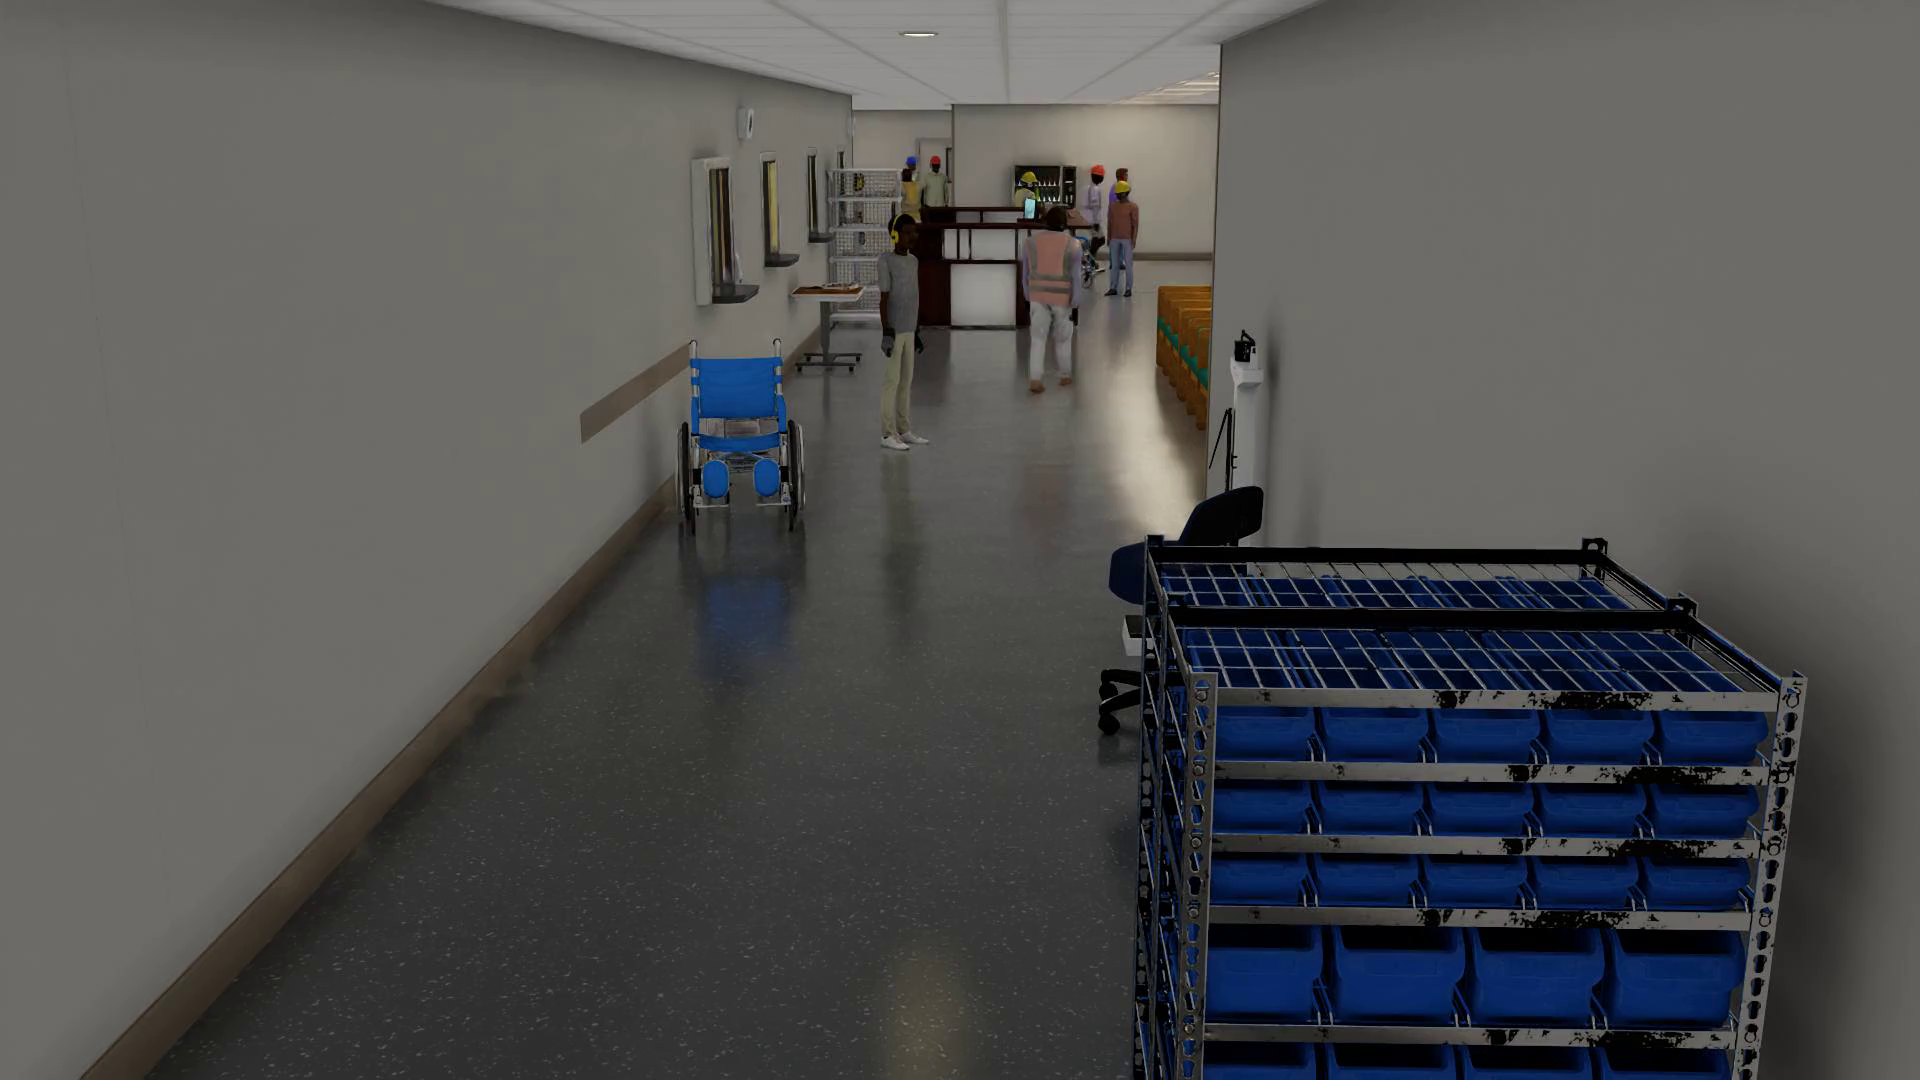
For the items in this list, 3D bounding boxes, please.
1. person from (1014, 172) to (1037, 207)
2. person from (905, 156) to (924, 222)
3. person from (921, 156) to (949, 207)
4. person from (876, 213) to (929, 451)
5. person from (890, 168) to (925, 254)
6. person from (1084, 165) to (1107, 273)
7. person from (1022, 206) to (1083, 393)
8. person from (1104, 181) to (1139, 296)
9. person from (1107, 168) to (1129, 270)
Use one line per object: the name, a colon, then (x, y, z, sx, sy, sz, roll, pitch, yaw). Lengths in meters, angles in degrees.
person: (1.152, -5.406, 28.626, 0.403, 1.824, 0.595, -7, 15, -25)
person: (-1.134, -7.954, 38.752, 0.618, 1.908, 0.852, 10, 17, 35)
person: (-0.523, -7.098, 35.128, 0.609, 1.995, 0.378, -5, 15, -20)
person: (-0.460, -1.666, 13.336, 0.329, 1.875, 0.507, 8, 16, 30)
person: (-1.046, -6.100, 31.452, 0.656, 1.809, 0.815, -9, 16, -31)
person: (2.403, -5.712, 29.644, 0.417, 1.917, 0.574, -1, 14, -6)
person: (0.901, -2.361, 16.323, 0.619, 1.800, 0.959, 3, 14, 12)
person: (2.490, -4.638, 25.635, 0.523, 1.761, 0.328, 9, 16, 32)
person: (2.916, -5.898, 30.568, 0.387, 1.846, 0.566, -5, 15, -18)
